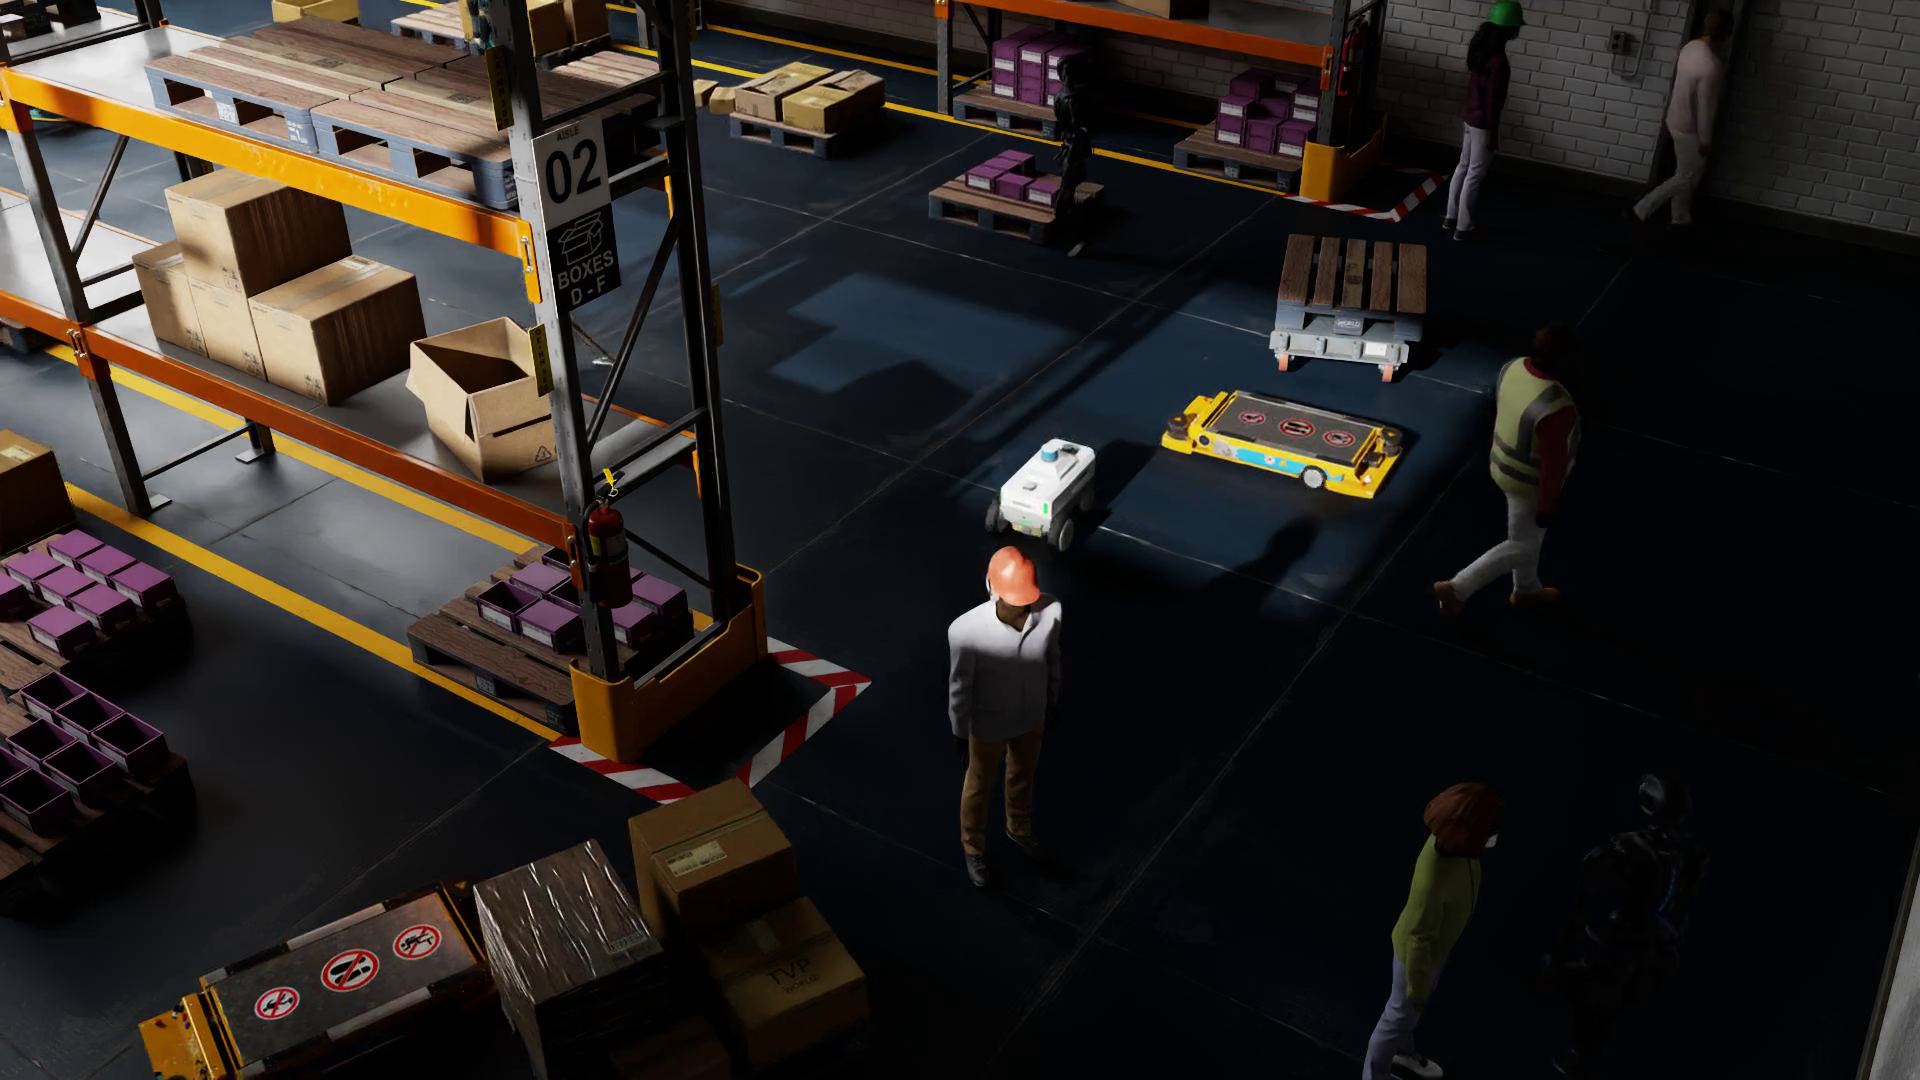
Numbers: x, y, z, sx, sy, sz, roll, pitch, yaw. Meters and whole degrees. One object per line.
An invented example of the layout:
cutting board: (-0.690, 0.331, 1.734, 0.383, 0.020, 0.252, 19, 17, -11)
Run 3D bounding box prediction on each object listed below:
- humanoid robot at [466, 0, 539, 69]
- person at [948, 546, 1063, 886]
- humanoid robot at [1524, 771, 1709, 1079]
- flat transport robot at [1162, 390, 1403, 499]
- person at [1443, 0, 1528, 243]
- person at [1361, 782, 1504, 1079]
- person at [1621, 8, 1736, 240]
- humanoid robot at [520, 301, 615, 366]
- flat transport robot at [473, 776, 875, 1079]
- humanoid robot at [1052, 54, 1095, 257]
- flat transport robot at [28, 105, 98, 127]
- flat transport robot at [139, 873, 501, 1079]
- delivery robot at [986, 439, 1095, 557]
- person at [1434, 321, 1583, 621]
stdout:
humanoid robot: (-4.291, -4.895, 16.074, 0.903, 1.799, 0.547, 23, 39, 31)
person: (0.219, 0.766, 7.334, 0.571, 1.748, 0.341, -17, 37, -24)
humanoid robot: (2.448, 1.606, 6.159, 0.607, 1.651, 0.637, -4, 33, -6)
flat transport robot: (2.109, -0.654, 10.878, 1.431, 0.231, 0.659, 17, 37, 24)
person: (4.268, -3.409, 13.573, 0.432, 1.948, 0.497, -2, 33, -3)
person: (1.772, 1.538, 6.265, 0.283, 1.624, 0.497, 19, 37, 26)
person: (5.911, -3.354, 13.521, 0.756, 1.923, 0.645, 2, 33, 3)
humanoid robot: (-2.910, -2.057, 11.722, 1.000, 1.778, 0.530, 9, 34, 13)
flat transport robot: (-1.073, 2.071, 6.690, 0.659, 0.231, 1.431, -18, 37, -26)
humanoid robot: (0.886, -3.077, 13.311, 0.338, 1.641, 0.600, -2, 33, -3)
flat transport robot: (-8.961, -4.337, 16.539, 1.431, 0.231, 0.659, 6, 34, 9)
flat transport robot: (-2.601, 1.911, 6.936, 1.431, 0.231, 0.659, -20, 38, -28)
delivery robot: (0.532, -0.302, 10.069, 0.499, 0.587, 0.785, 17, 37, 24)
person: (3.025, -0.338, 8.990, 0.792, 1.807, 0.634, -4, 33, -6)
